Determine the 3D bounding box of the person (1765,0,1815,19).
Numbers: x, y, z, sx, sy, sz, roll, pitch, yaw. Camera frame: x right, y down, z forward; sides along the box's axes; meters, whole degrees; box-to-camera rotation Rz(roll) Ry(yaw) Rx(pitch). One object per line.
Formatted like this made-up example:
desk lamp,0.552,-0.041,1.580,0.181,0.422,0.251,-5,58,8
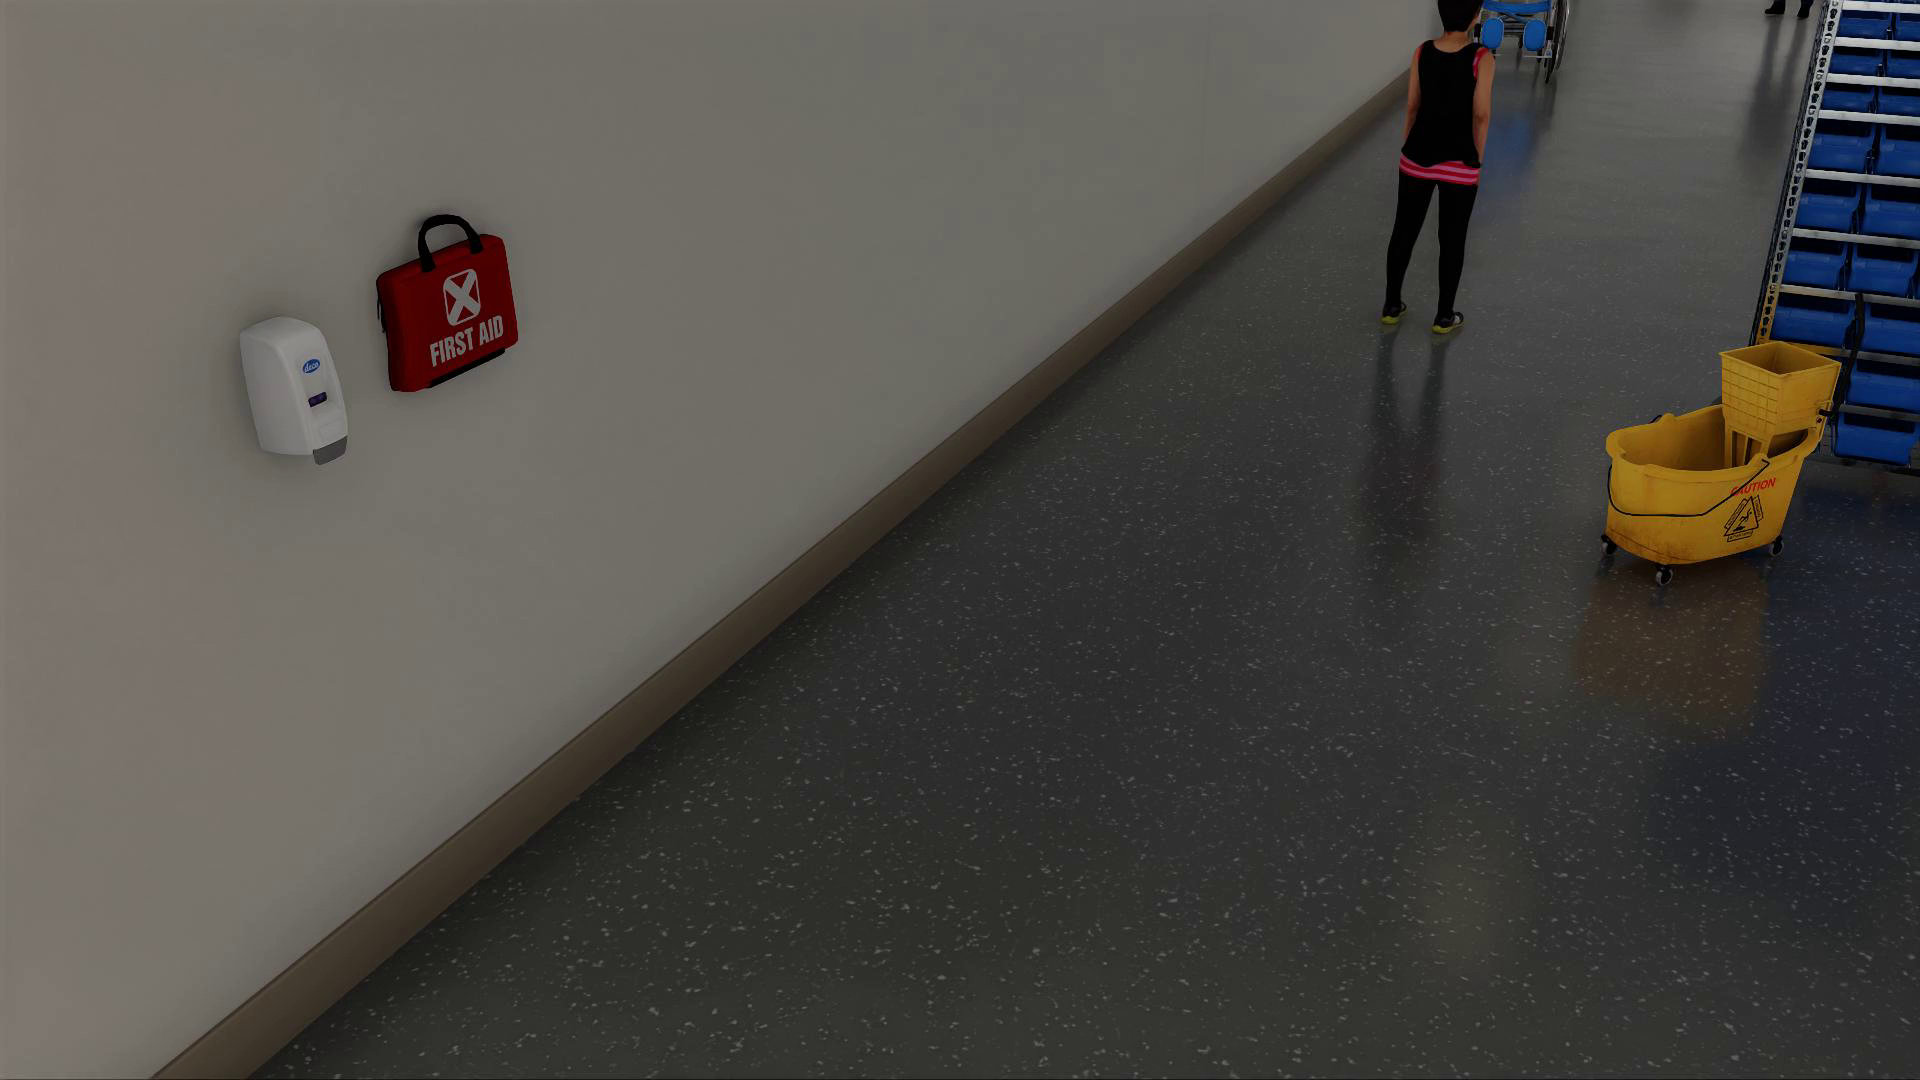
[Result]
person,8.169,-6.005,15.933,0.590,1.894,0.782,19,31,34

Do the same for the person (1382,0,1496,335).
person,2.142,-1.711,7.424,0.499,1.549,0.633,18,31,32
